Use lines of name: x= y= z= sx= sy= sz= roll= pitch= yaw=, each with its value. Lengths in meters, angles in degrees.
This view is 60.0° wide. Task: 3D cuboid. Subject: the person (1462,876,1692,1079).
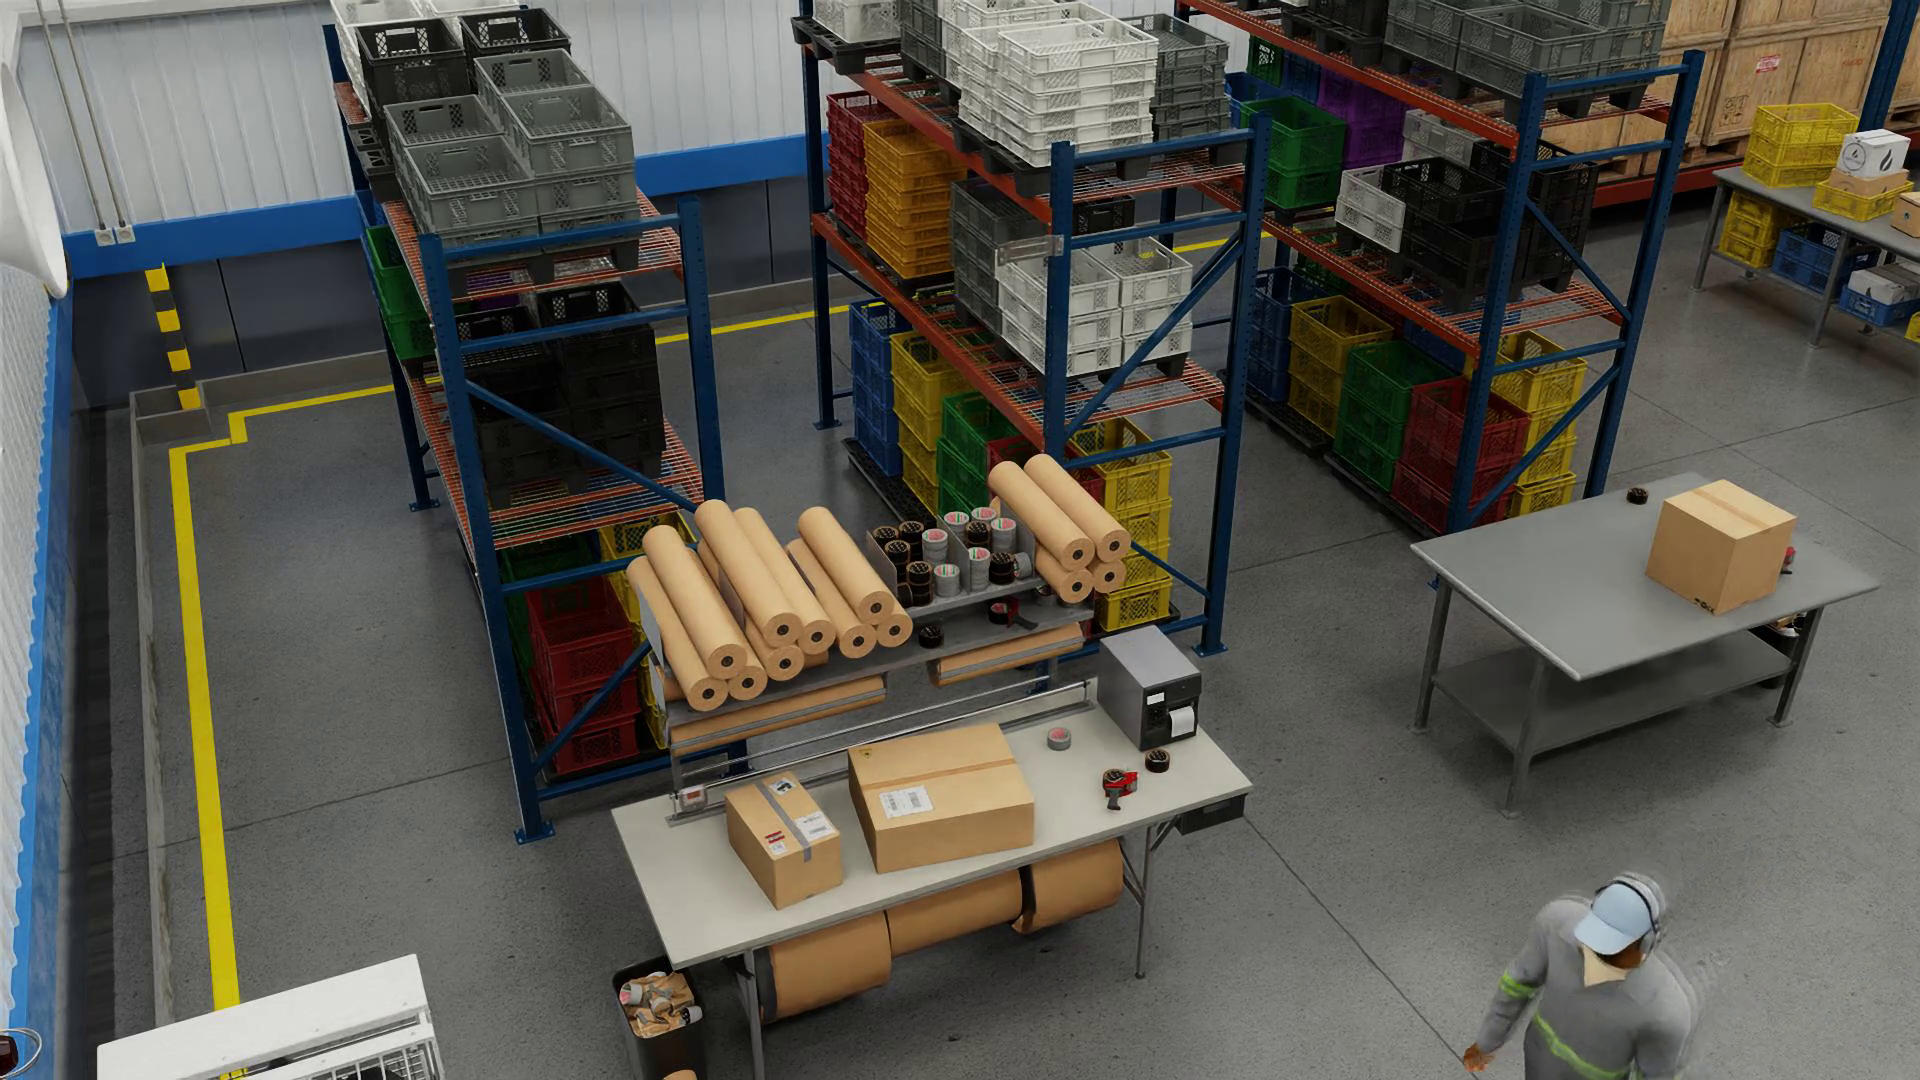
person: x=2.037 y=1.801 z=5.583 sx=0.928 sy=1.807 sz=0.597 roll=-14 pitch=34 yaw=-21
